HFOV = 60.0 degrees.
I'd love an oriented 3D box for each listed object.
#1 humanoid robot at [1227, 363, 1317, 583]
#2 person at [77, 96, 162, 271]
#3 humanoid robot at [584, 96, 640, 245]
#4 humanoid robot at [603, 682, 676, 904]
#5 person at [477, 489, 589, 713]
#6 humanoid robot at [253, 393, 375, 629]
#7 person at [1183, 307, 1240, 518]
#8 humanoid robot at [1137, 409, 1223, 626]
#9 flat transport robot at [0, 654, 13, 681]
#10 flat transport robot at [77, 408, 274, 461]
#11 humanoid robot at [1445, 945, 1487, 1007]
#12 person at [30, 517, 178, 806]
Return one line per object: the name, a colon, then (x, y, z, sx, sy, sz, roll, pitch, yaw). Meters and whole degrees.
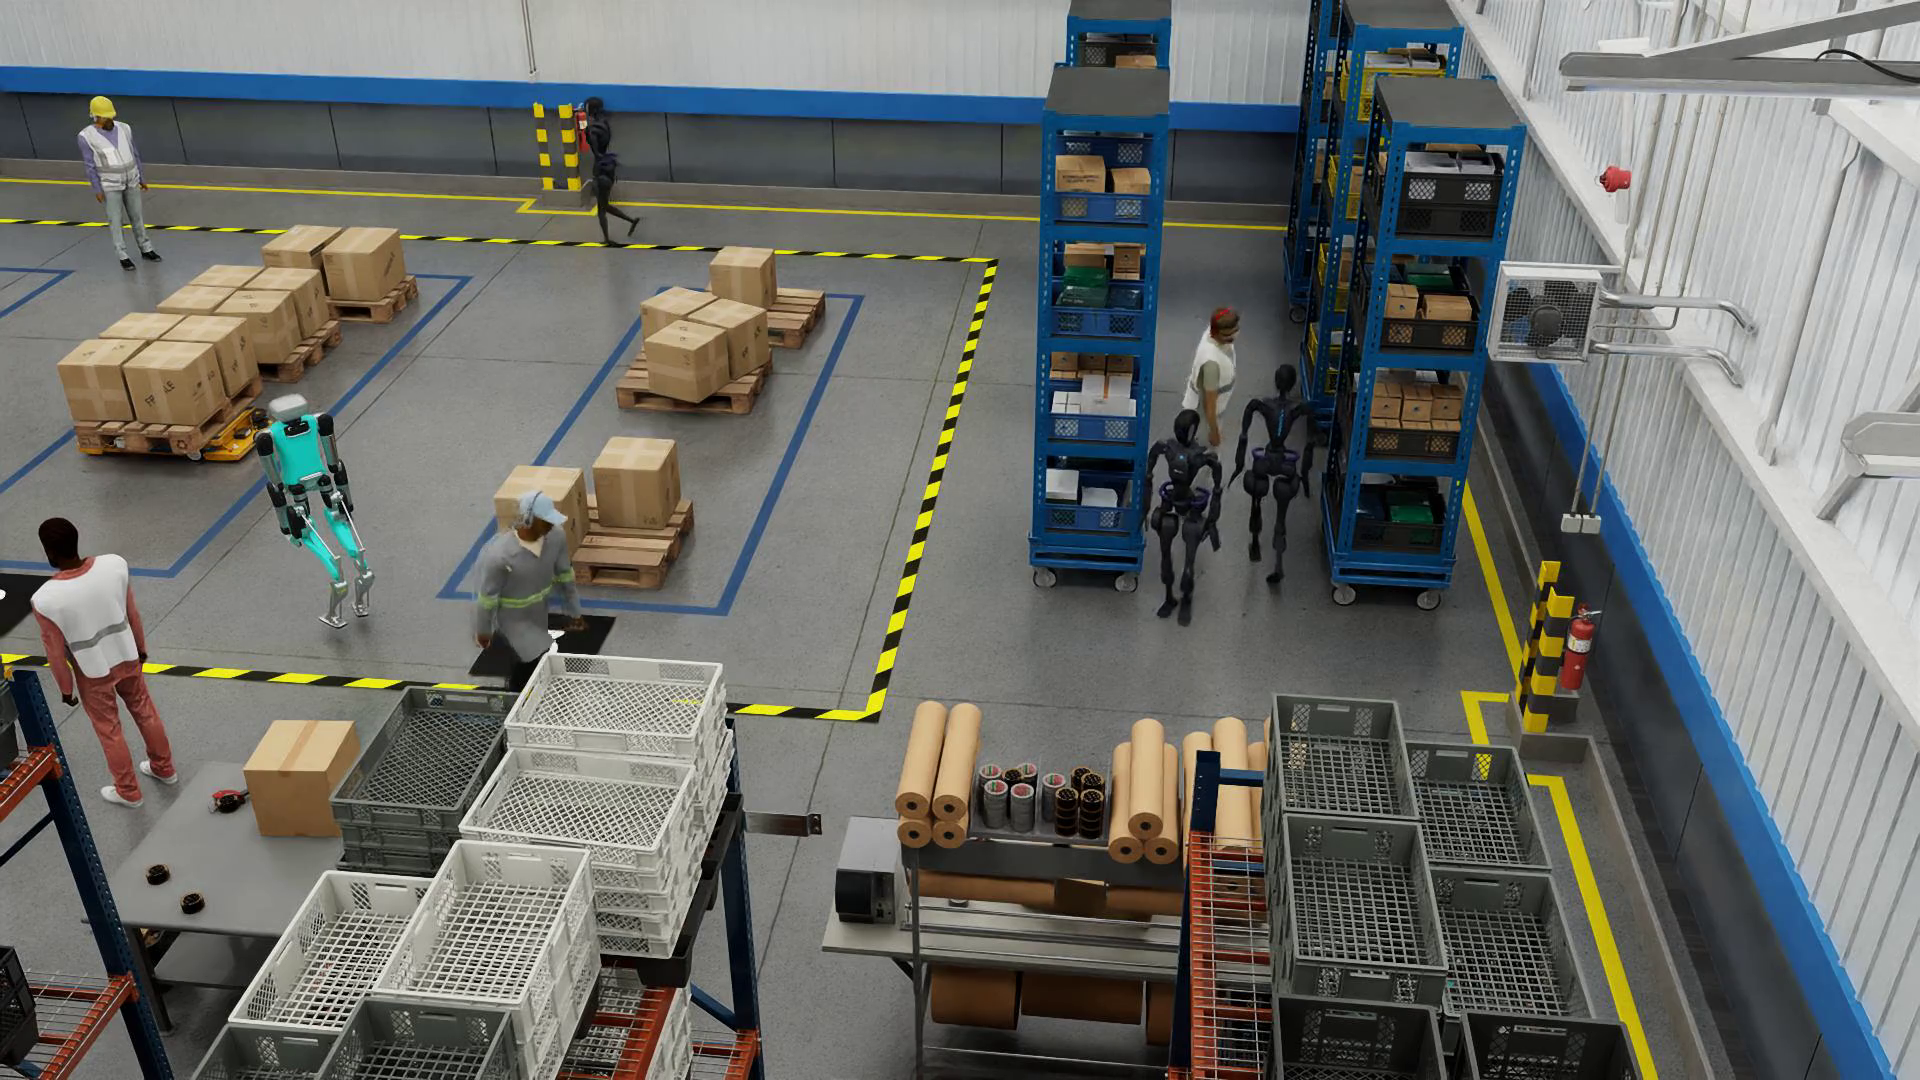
humanoid robot: (2.269, -0.474, 12.122, 0.599, 1.625, 0.701, 3, 30, 5)
person: (-8.917, -3.794, 17.637, 0.404, 1.830, 0.587, 19, 35, 30)
humanoid robot: (-3.843, -4.026, 18.199, 0.475, 1.642, 0.594, -2, 30, -4)
humanoid robot: (-1.677, 1.448, 8.796, 0.589, 1.644, 0.602, -24, 38, -35)
person: (-2.653, 0.485, 10.316, 0.741, 1.795, 0.610, 16, 34, 25)
humanoid robot: (-4.310, -0.136, 11.316, 0.533, 1.675, 0.735, -25, 38, -36)
person: (1.930, -1.023, 12.907, 0.395, 1.814, 0.703, 6, 31, 10)
humanoid robot: (1.527, -0.166, 11.553, 0.613, 1.644, 0.403, 13, 32, 20)
flat transport robot: (-7.142, 0.969, 11.010, 1.431, 0.231, 0.659, 3, 30, 6)
flat transport robot: (-6.728, -0.944, 14.268, 1.431, 0.197, 0.652, 3, 30, 6)
humanoid robot: (1.679, 2.361, 7.178, 0.949, 1.770, 0.544, 4, 30, 6)
person: (-5.047, 0.724, 9.805, 0.394, 1.911, 0.579, 18, 35, 28)
